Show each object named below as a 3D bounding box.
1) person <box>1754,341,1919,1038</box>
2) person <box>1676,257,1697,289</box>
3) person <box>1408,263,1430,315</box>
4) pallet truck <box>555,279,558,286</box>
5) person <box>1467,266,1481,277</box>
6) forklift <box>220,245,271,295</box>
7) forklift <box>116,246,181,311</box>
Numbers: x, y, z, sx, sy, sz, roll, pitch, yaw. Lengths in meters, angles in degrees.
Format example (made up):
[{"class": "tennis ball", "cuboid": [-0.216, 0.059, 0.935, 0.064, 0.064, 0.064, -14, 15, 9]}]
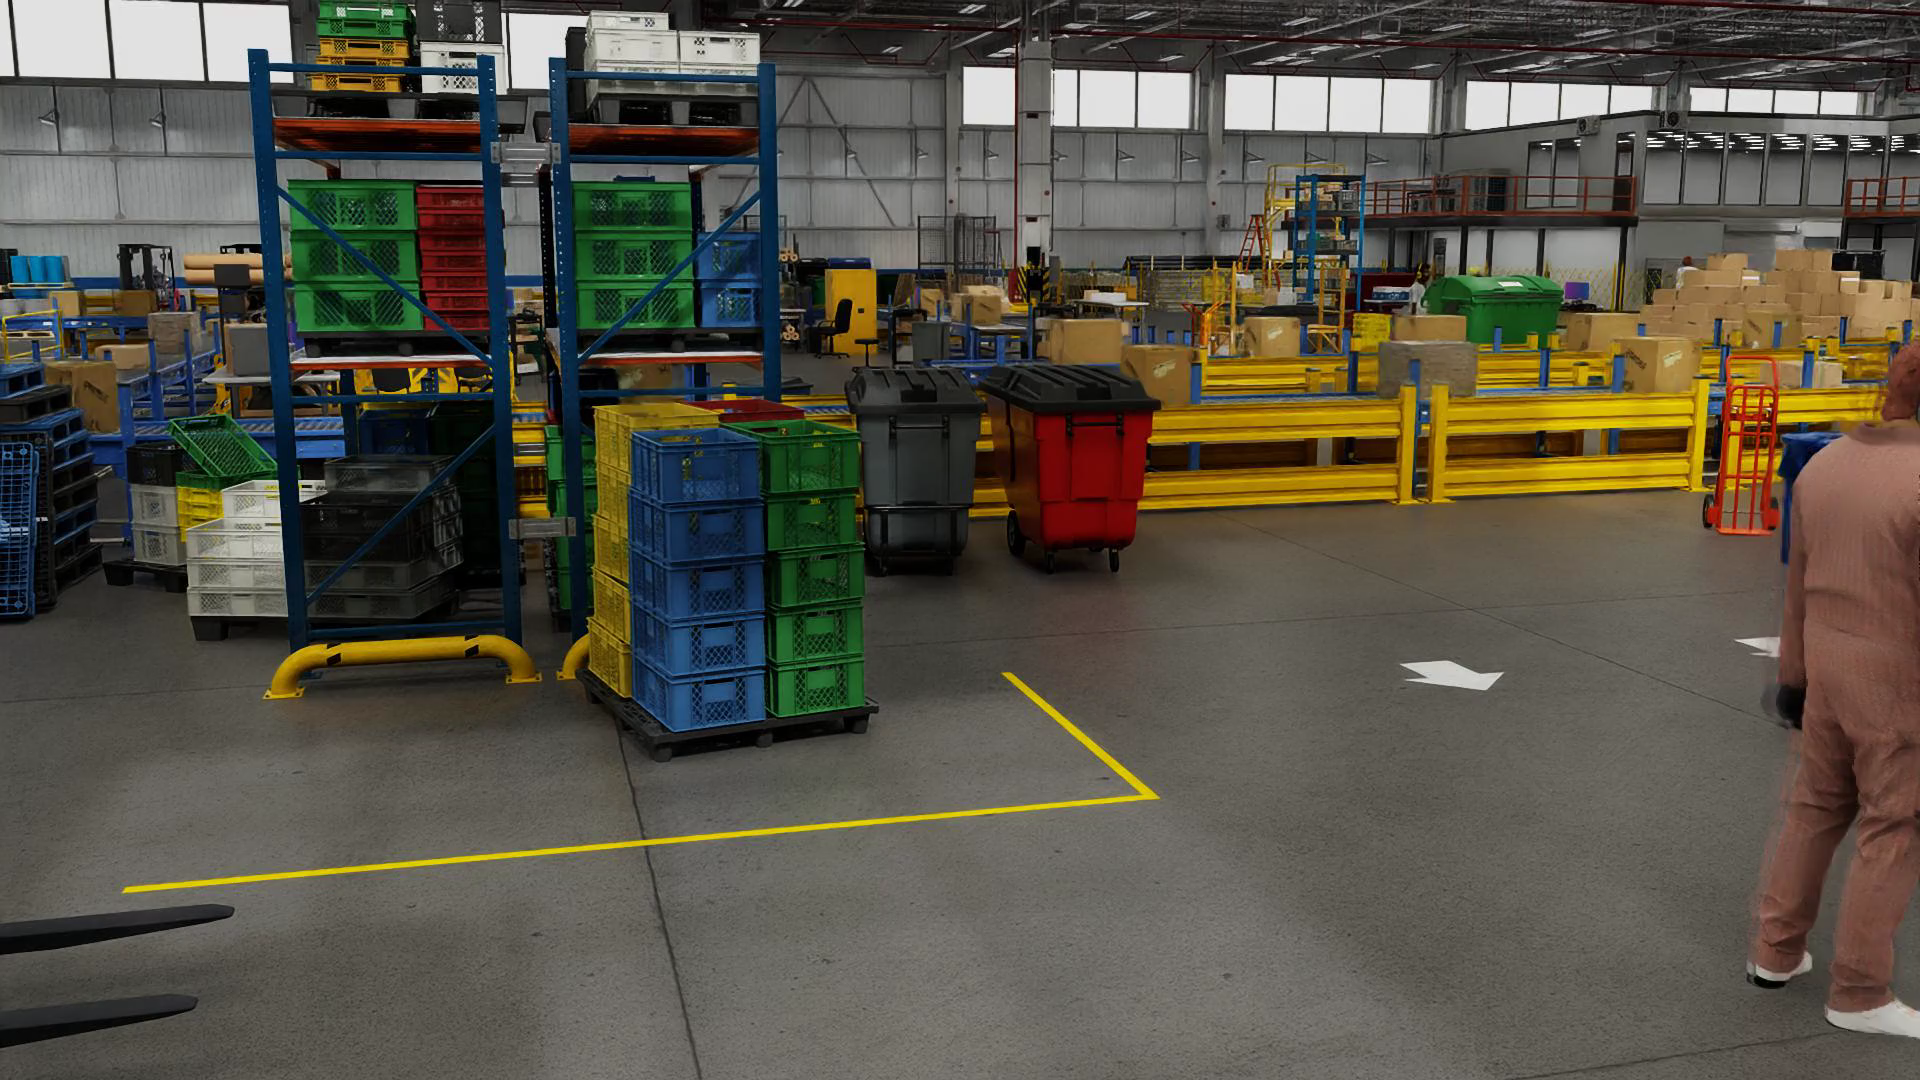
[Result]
[{"class": "person", "cuboid": [2.511, 0.400, 4.547, 0.400, 1.886, 0.742, -2, 10, -9]}, {"class": "person", "cuboid": [19.419, -6.663, 44.603, 0.609, 1.839, 0.943, 0, 10, 0]}, {"class": "person", "cuboid": [7.043, -3.308, 25.548, 0.332, 1.872, 0.514, 5, 11, 27]}, {"class": "pallet truck", "cuboid": [-10.604, -6.375, 44.520, 0.653, 1.274, 1.630, -3, 10, -15]}, {"class": "person", "cuboid": [9.509, -4.180, 30.789, 0.547, 1.752, 0.435, -9, 14, -42]}, {"class": "forklift", "cuboid": [-17.749, -6.334, 41.440, 1.157, 1.987, 2.680, -3, 10, -17]}, {"class": "forklift", "cuboid": [-19.966, -6.232, 40.894, 1.157, 1.987, 2.680, -3, 10, -15]}]
